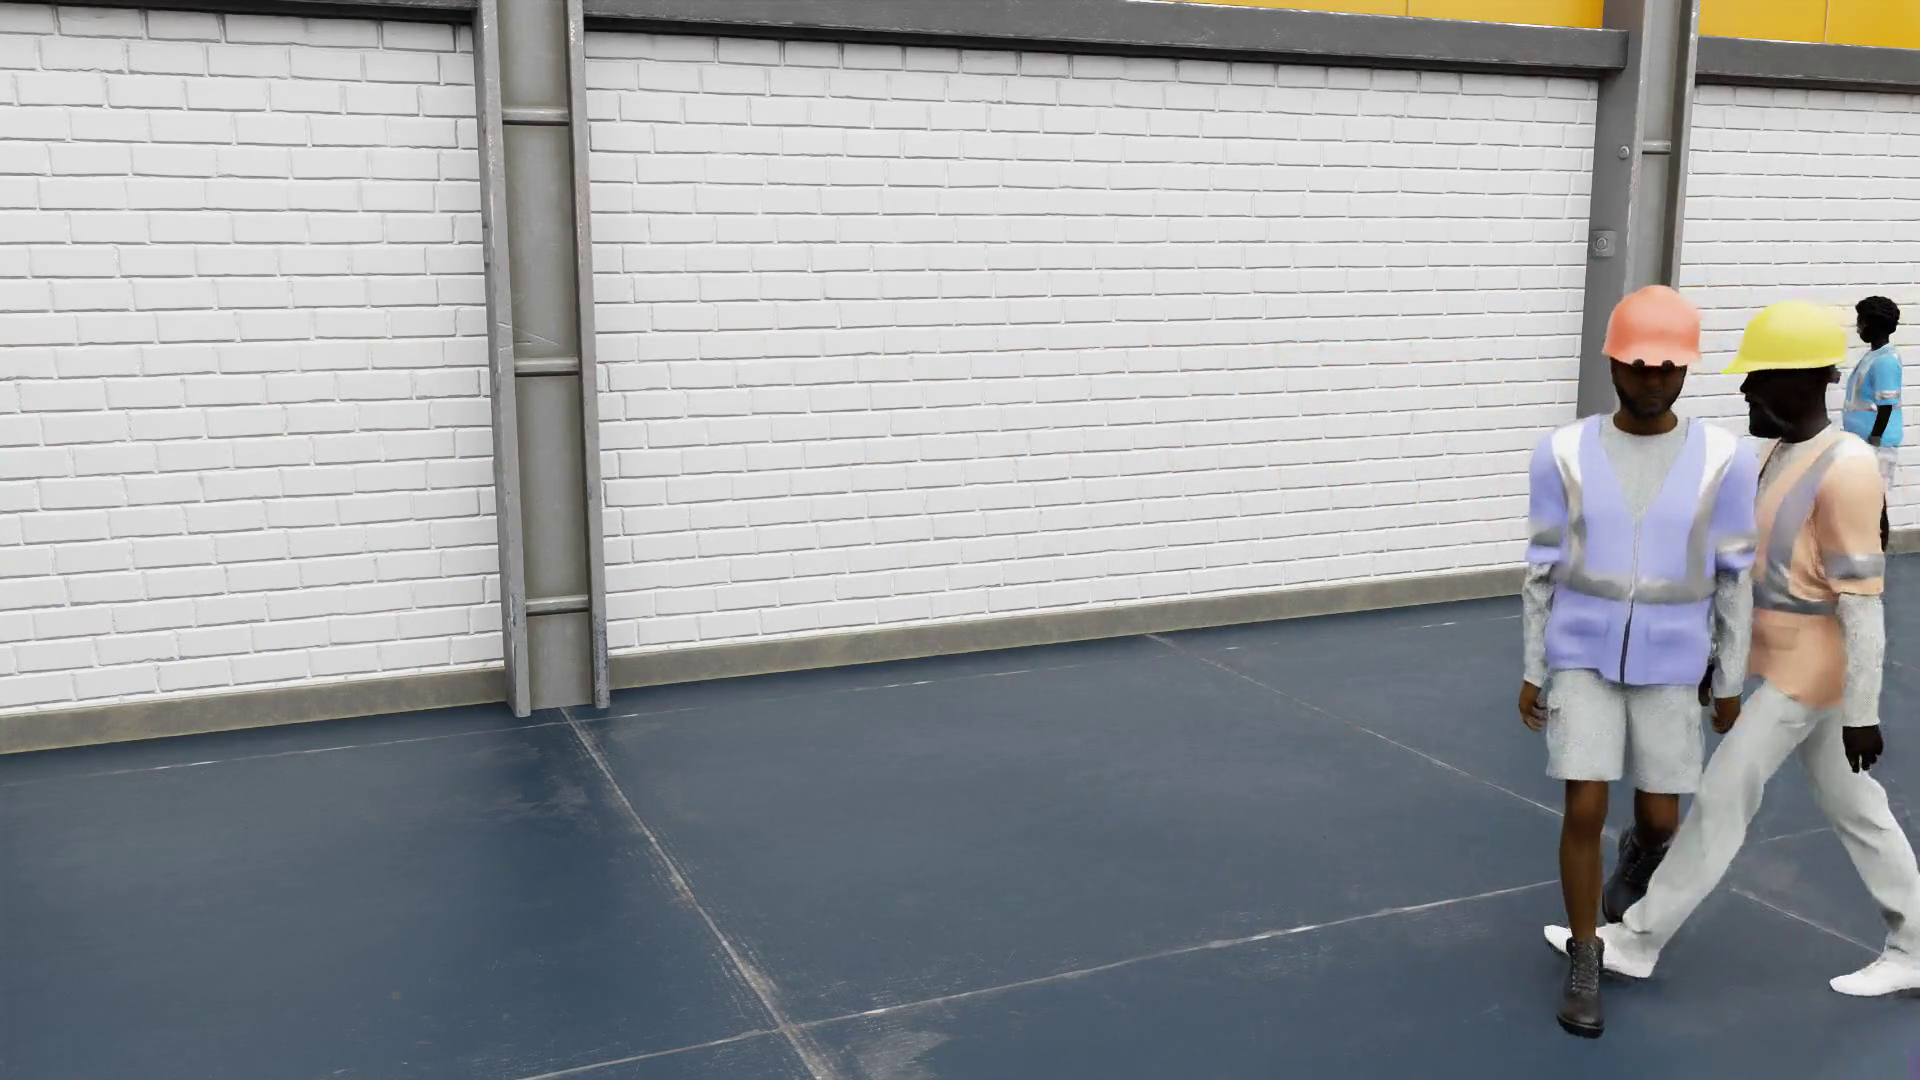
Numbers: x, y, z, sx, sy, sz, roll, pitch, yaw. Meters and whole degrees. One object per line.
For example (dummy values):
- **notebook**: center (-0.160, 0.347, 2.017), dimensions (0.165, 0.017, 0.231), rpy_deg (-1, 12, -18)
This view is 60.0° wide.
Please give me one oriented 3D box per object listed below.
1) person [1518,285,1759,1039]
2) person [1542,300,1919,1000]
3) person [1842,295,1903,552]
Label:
- **person**: center (1.769, 0.286, 4.389), dimensions (0.556, 1.920, 0.692), rpy_deg (4, 11, 22)
- **person**: center (2.170, 0.312, 4.375), dimensions (1.057, 1.865, 0.588), rpy_deg (3, 11, 16)
- **person**: center (5.324, -0.575, 9.727), dimensions (0.321, 1.693, 0.530), rpy_deg (4, 11, 21)
